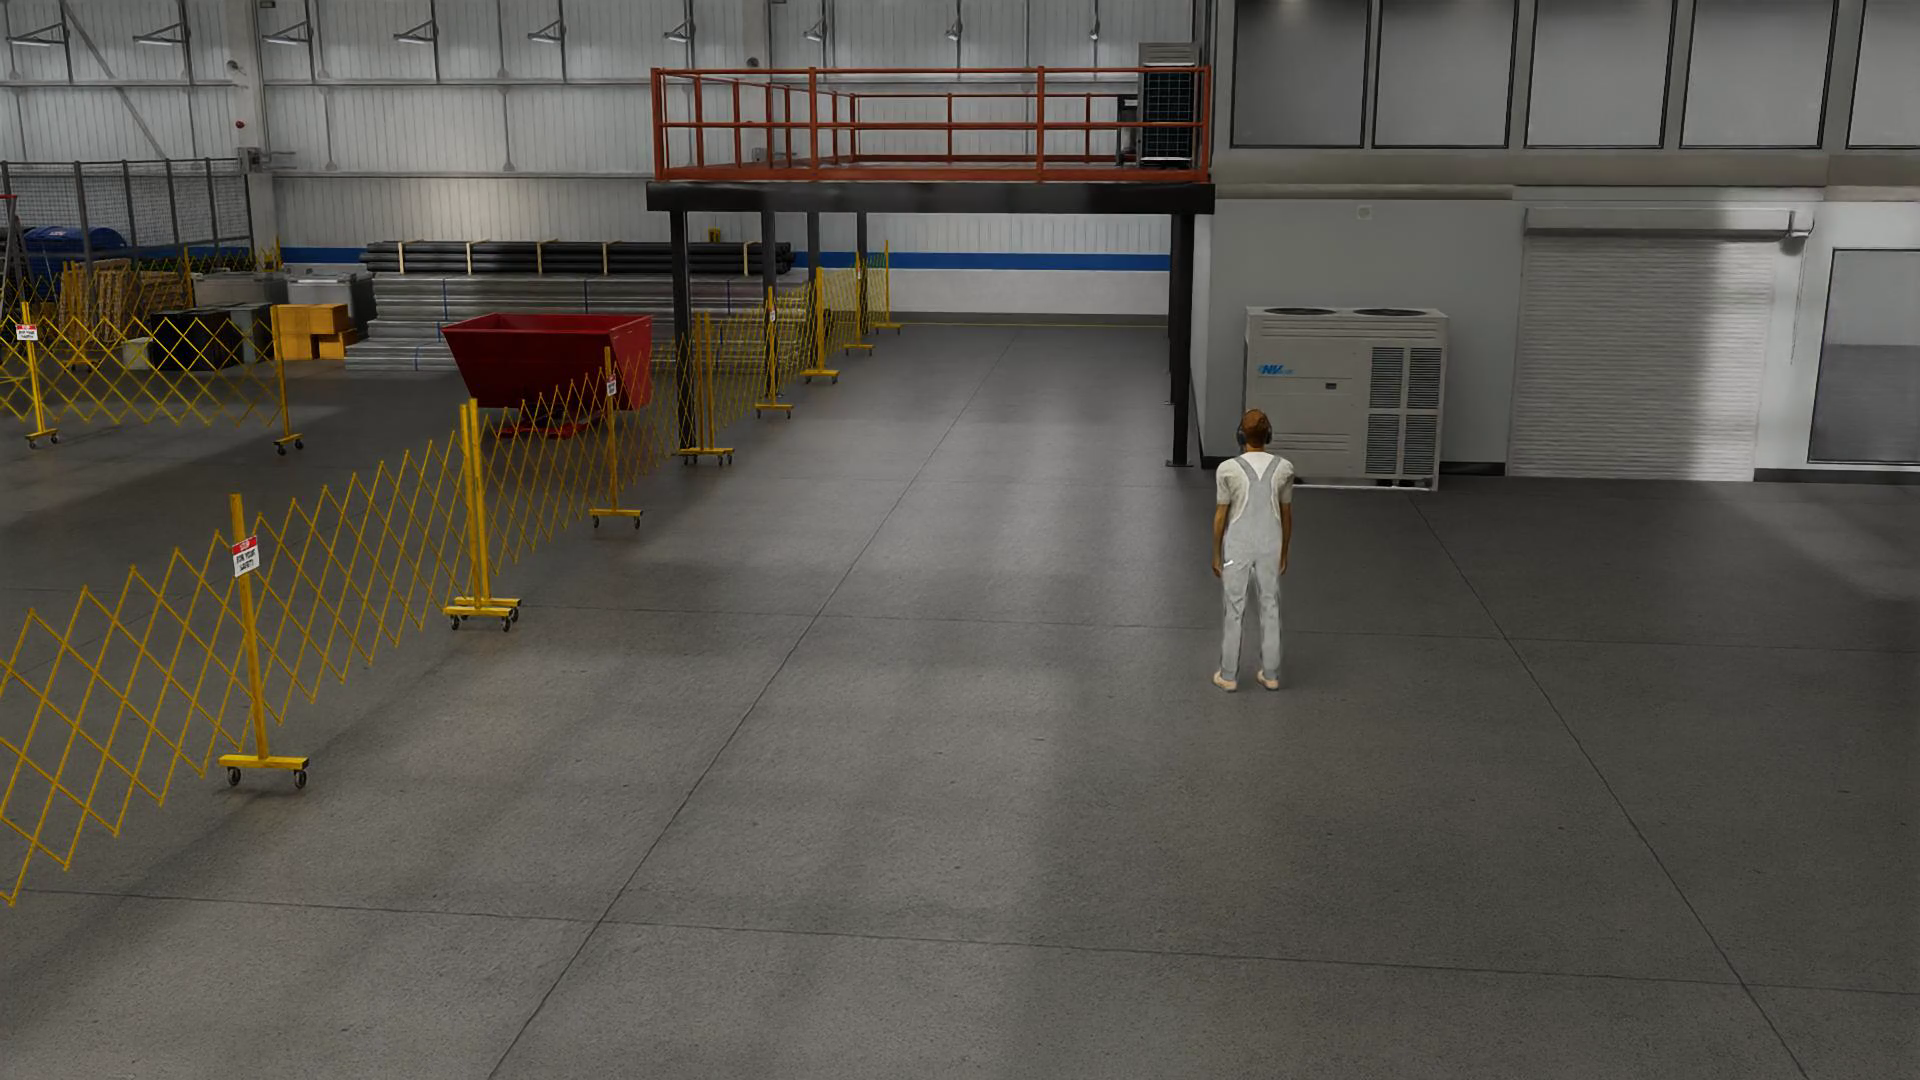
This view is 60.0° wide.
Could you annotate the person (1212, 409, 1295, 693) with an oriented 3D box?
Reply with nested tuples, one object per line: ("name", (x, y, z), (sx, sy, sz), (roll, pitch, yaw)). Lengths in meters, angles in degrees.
("person", (1.870, 0.076, 10.664), (0.502, 1.837, 0.351), (-1, 14, -5))
